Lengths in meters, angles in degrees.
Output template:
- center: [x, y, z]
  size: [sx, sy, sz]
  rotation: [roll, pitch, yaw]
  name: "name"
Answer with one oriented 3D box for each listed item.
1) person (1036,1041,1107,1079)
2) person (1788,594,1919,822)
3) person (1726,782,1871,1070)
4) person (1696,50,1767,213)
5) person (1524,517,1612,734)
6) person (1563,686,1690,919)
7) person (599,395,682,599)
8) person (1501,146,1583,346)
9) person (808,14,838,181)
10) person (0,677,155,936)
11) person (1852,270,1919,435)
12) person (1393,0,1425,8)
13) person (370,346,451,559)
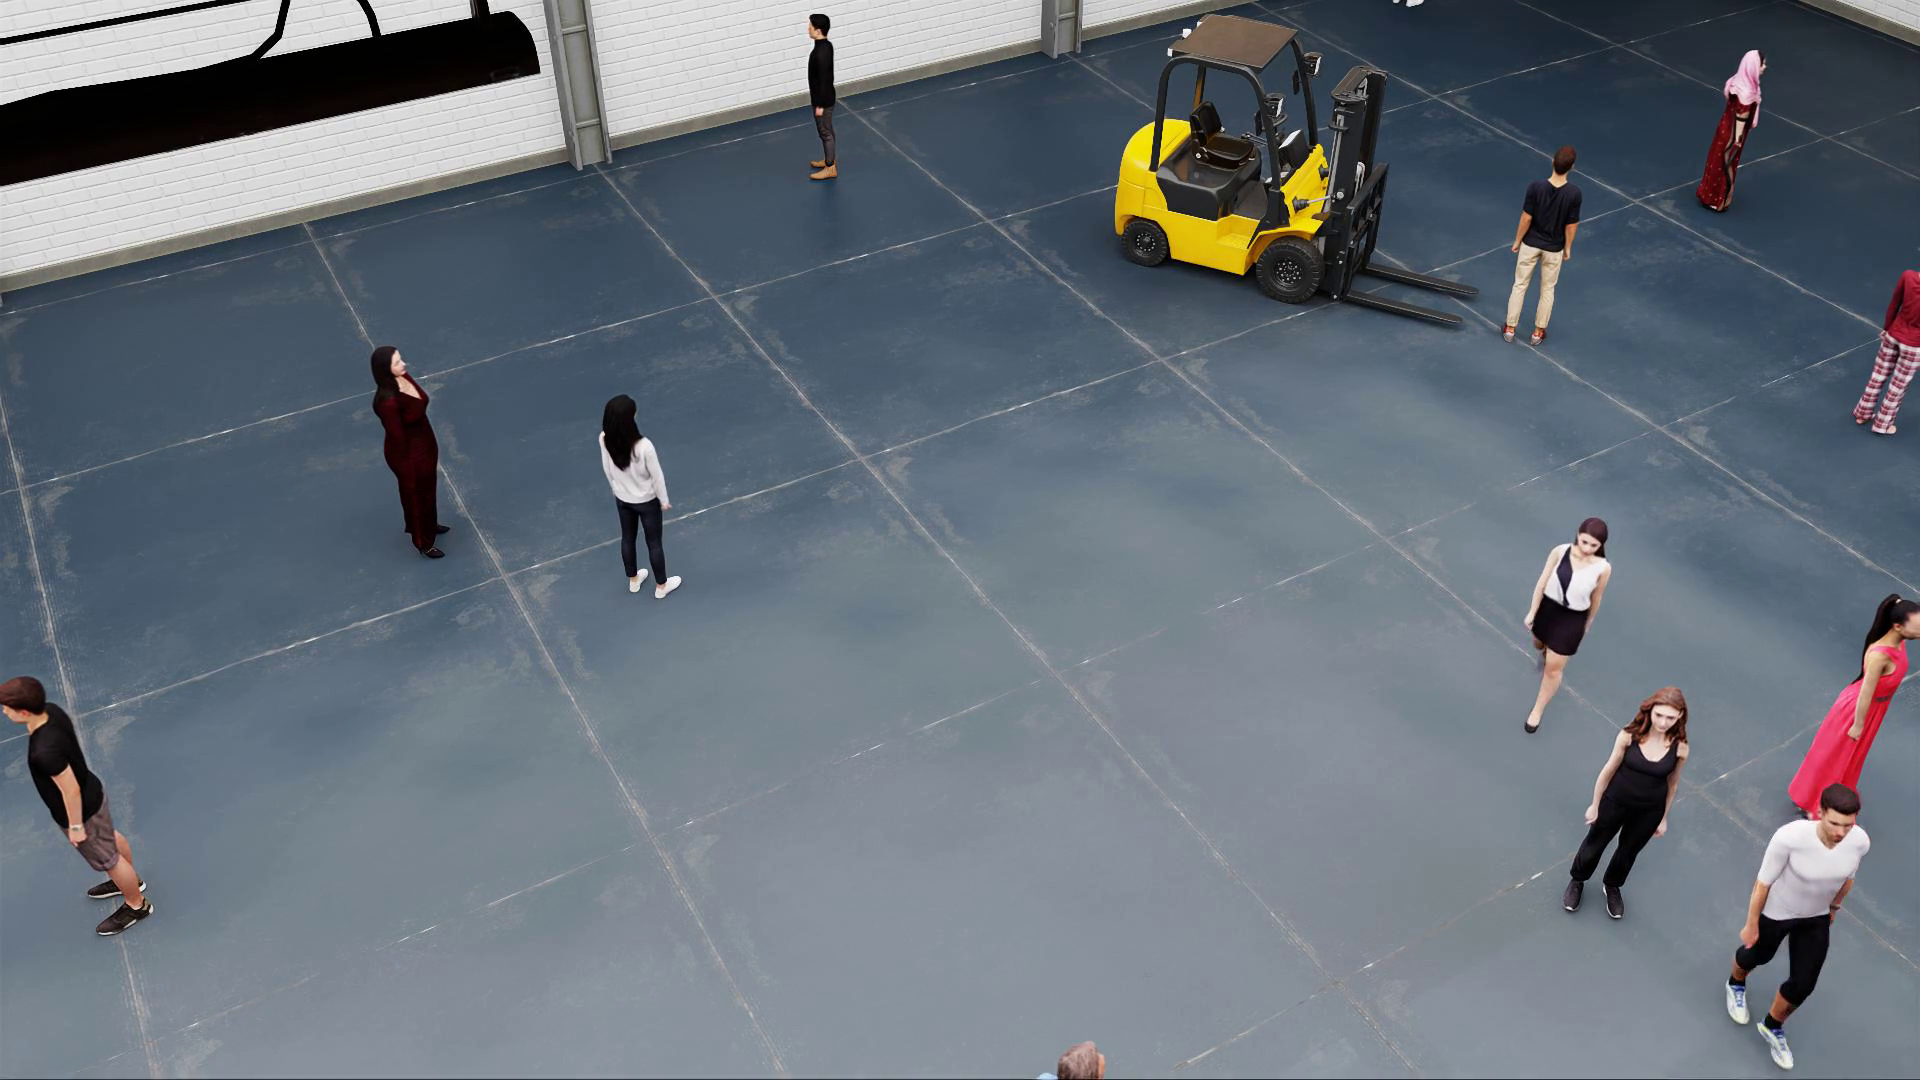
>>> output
- center: [0.514, 2.906, 7.670]
  size: [0.718, 1.820, 0.676]
  rotation: [30, 47, 32]
  name: "person"
- center: [5.459, 1.035, 10.086]
  size: [0.740, 1.727, 0.607]
  rotation: [30, 47, 32]
  name: "person"
- center: [4.423, 1.916, 8.902]
  size: [0.957, 1.829, 0.995]
  rotation: [2, 39, 2]
  name: "person"
- center: [7.705, -4.089, 16.575]
  size: [0.819, 1.637, 0.758]
  rotation: [10, 40, 12]
  name: "person"
- center: [3.938, 0.471, 10.876]
  size: [0.884, 1.623, 1.102]
  rotation: [20, 43, 24]
  name: "person"
- center: [3.840, 1.488, 9.504]
  size: [0.652, 1.746, 0.718]
  rotation: [9, 39, 11]
  name: "person"
- center: [-2.298, -0.311, 11.794]
  size: [0.709, 1.700, 0.751]
  rotation: [14, 41, 16]
  name: "person"
- center: [5.078, -2.558, 14.479]
  size: [0.702, 1.860, 0.747]
  rotation: [12, 40, 14]
  name: "person"
- center: [-1.413, -4.575, 17.115]
  size: [0.714, 1.723, 0.722]
  rotation: [-1, 39, -1]
  name: "person"
- center: [-5.000, 1.477, 9.426]
  size: [0.553, 1.861, 0.683]
  rotation: [-18, 42, -22]
  name: "person"
- center: [7.666, -1.632, 13.452]
  size: [0.507, 1.696, 0.625]
  rotation: [-17, 42, -20]
  name: "person"
- center: [5.725, -7.626, 20.893]
  size: [0.584, 1.775, 0.630]
  rotation: [-30, 47, -32]
  name: "person"
- center: [-4.037, -0.660, 12.184]
  size: [0.735, 1.758, 0.745]
  rotation: [-4, 39, -5]
  name: "person"
